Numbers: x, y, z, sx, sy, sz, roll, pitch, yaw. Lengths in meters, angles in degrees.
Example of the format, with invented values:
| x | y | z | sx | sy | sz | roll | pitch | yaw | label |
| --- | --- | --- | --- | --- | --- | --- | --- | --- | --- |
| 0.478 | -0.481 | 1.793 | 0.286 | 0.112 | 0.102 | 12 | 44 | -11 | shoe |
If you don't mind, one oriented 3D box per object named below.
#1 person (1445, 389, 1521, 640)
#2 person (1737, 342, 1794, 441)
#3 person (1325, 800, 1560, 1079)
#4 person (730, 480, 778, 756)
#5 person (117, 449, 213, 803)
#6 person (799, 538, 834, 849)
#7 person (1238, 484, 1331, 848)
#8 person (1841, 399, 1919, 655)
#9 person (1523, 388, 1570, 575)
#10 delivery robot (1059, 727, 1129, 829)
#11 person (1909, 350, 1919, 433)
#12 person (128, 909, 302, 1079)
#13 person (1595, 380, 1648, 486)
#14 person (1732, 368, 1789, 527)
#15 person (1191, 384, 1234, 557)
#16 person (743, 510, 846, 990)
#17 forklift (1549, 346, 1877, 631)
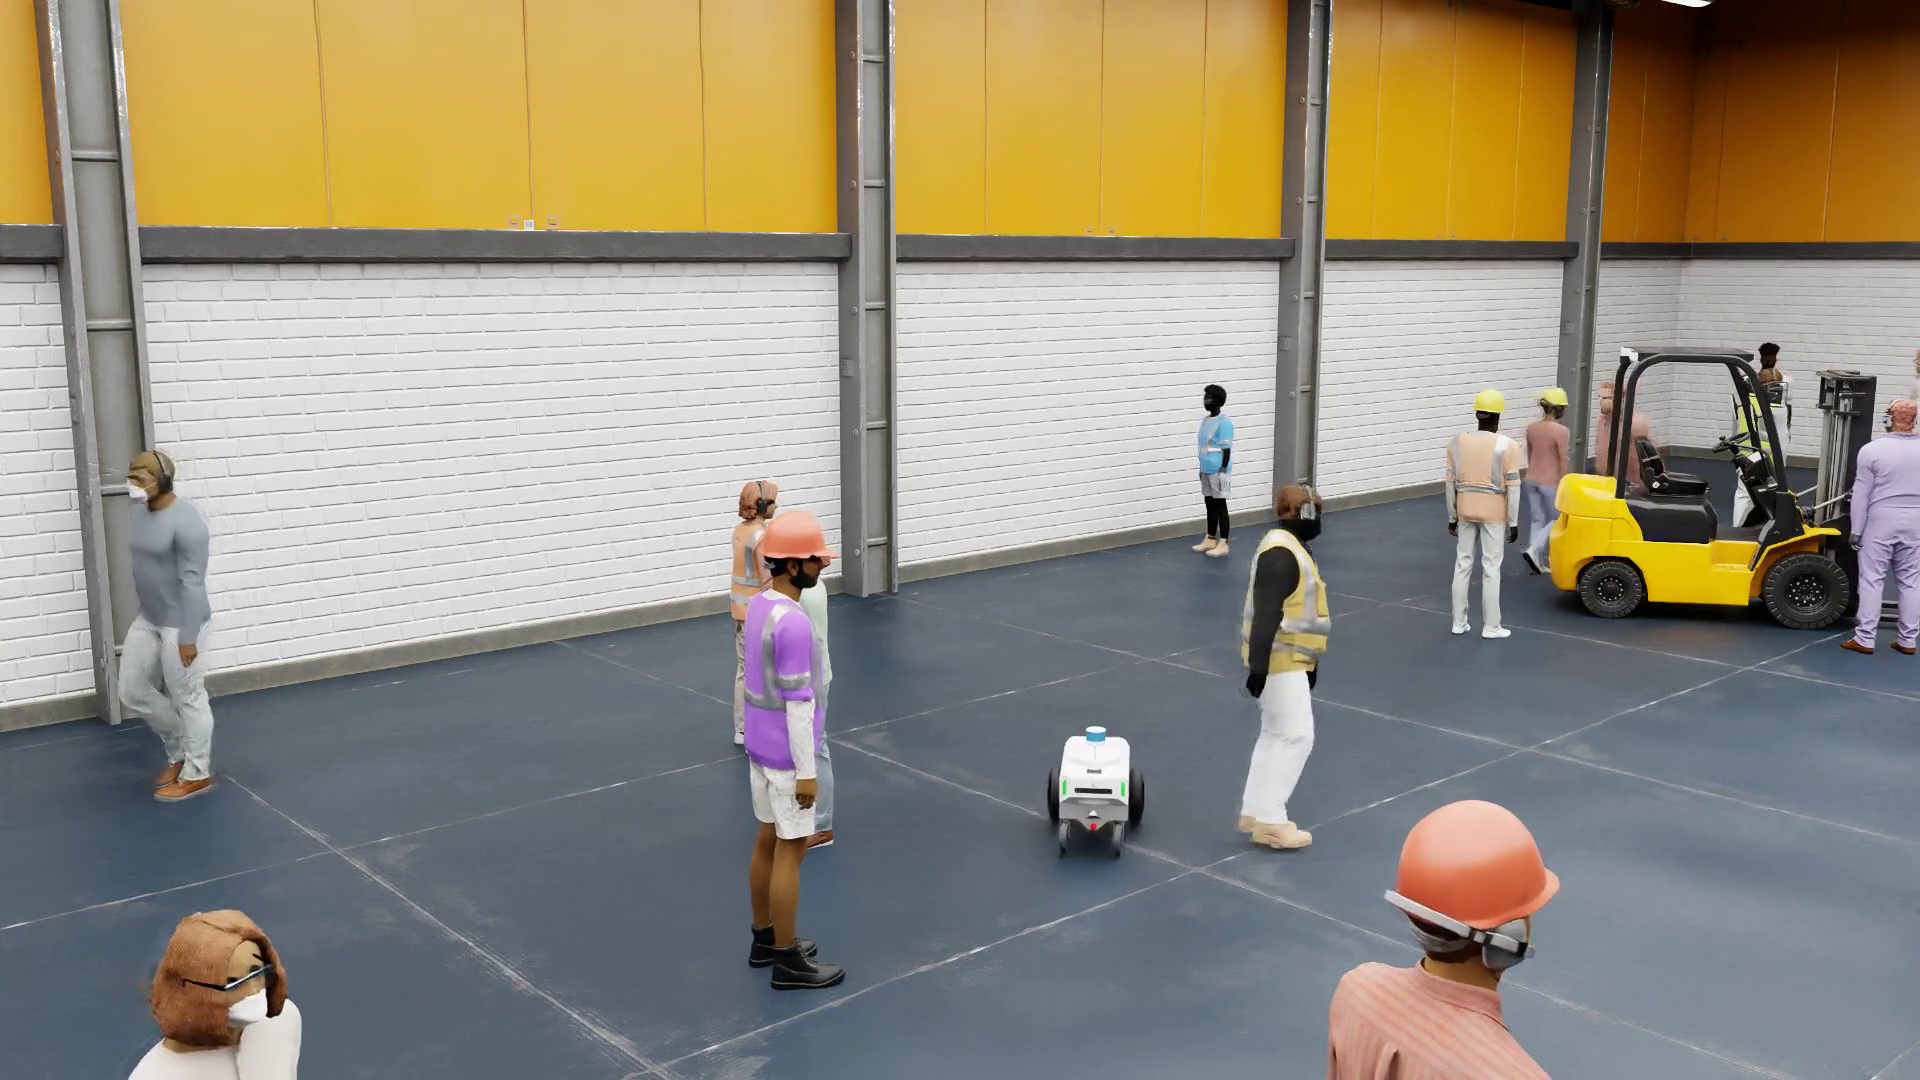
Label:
| x | y | z | sx | sy | sz | roll | pitch | yaw | label |
| --- | --- | --- | --- | --- | --- | --- | --- | --- | --- |
| 4.026 | -0.196 | 12.817 | 0.588 | 1.927 | 0.365 | 8 | 13 | 40 | person |
| 9.354 | -1.326 | 19.366 | 0.604 | 1.955 | 0.365 | 2 | 10 | 10 | person |
| 0.886 | 1.441 | 3.031 | 0.373 | 1.997 | 0.615 | -4 | 10 | -22 | person |
| -1.201 | 0.461 | 9.837 | 0.313 | 1.634 | 0.522 | -5 | 11 | -25 | person |
| -4.264 | 0.469 | 8.930 | 0.658 | 1.924 | 0.443 | 6 | 12 | 33 | person |
| -0.782 | 0.721 | 8.301 | 0.285 | 1.636 | 0.497 | -3 | 10 | -16 | person |
| 1.646 | 0.623 | 8.415 | 0.446 | 1.794 | 0.701 | 3 | 10 | 15 | person |
| 6.903 | -0.096 | 12.321 | 0.641 | 1.900 | 0.403 | 1 | 10 | 3 | person |
| 5.352 | -0.521 | 15.264 | 0.479 | 1.749 | 0.526 | -5 | 11 | -27 | person |
| 0.687 | 1.192 | 8.432 | 0.477 | 0.478 | 0.707 | 1 | 10 | 6 | delivery robot |
| 11.404 | -1.331 | 19.665 | 0.730 | 1.876 | 0.428 | -9 | 13 | -41 | person |
| -1.452 | 1.558 | 3.489 | 0.718 | 1.605 | 0.517 | 4 | 10 | 22 | person |
| 5.980 | -0.503 | 14.845 | 0.794 | 1.865 | 0.660 | -1 | 10 | -5 | person |
| 7.968 | -0.787 | 16.538 | 0.429 | 1.839 | 0.634 | -3 | 10 | -20 | person |
| 2.500 | -0.689 | 16.374 | 0.317 | 1.696 | 0.539 | -3 | 10 | -17 | person |
| -0.681 | 0.838 | 6.735 | 0.379 | 1.937 | 0.548 | -4 | 11 | -23 | person |
| 6.109 | -0.478 | 13.691 | 2.313 | 2.155 | 1.214 | 3 | 10 | 16 | forklift |
